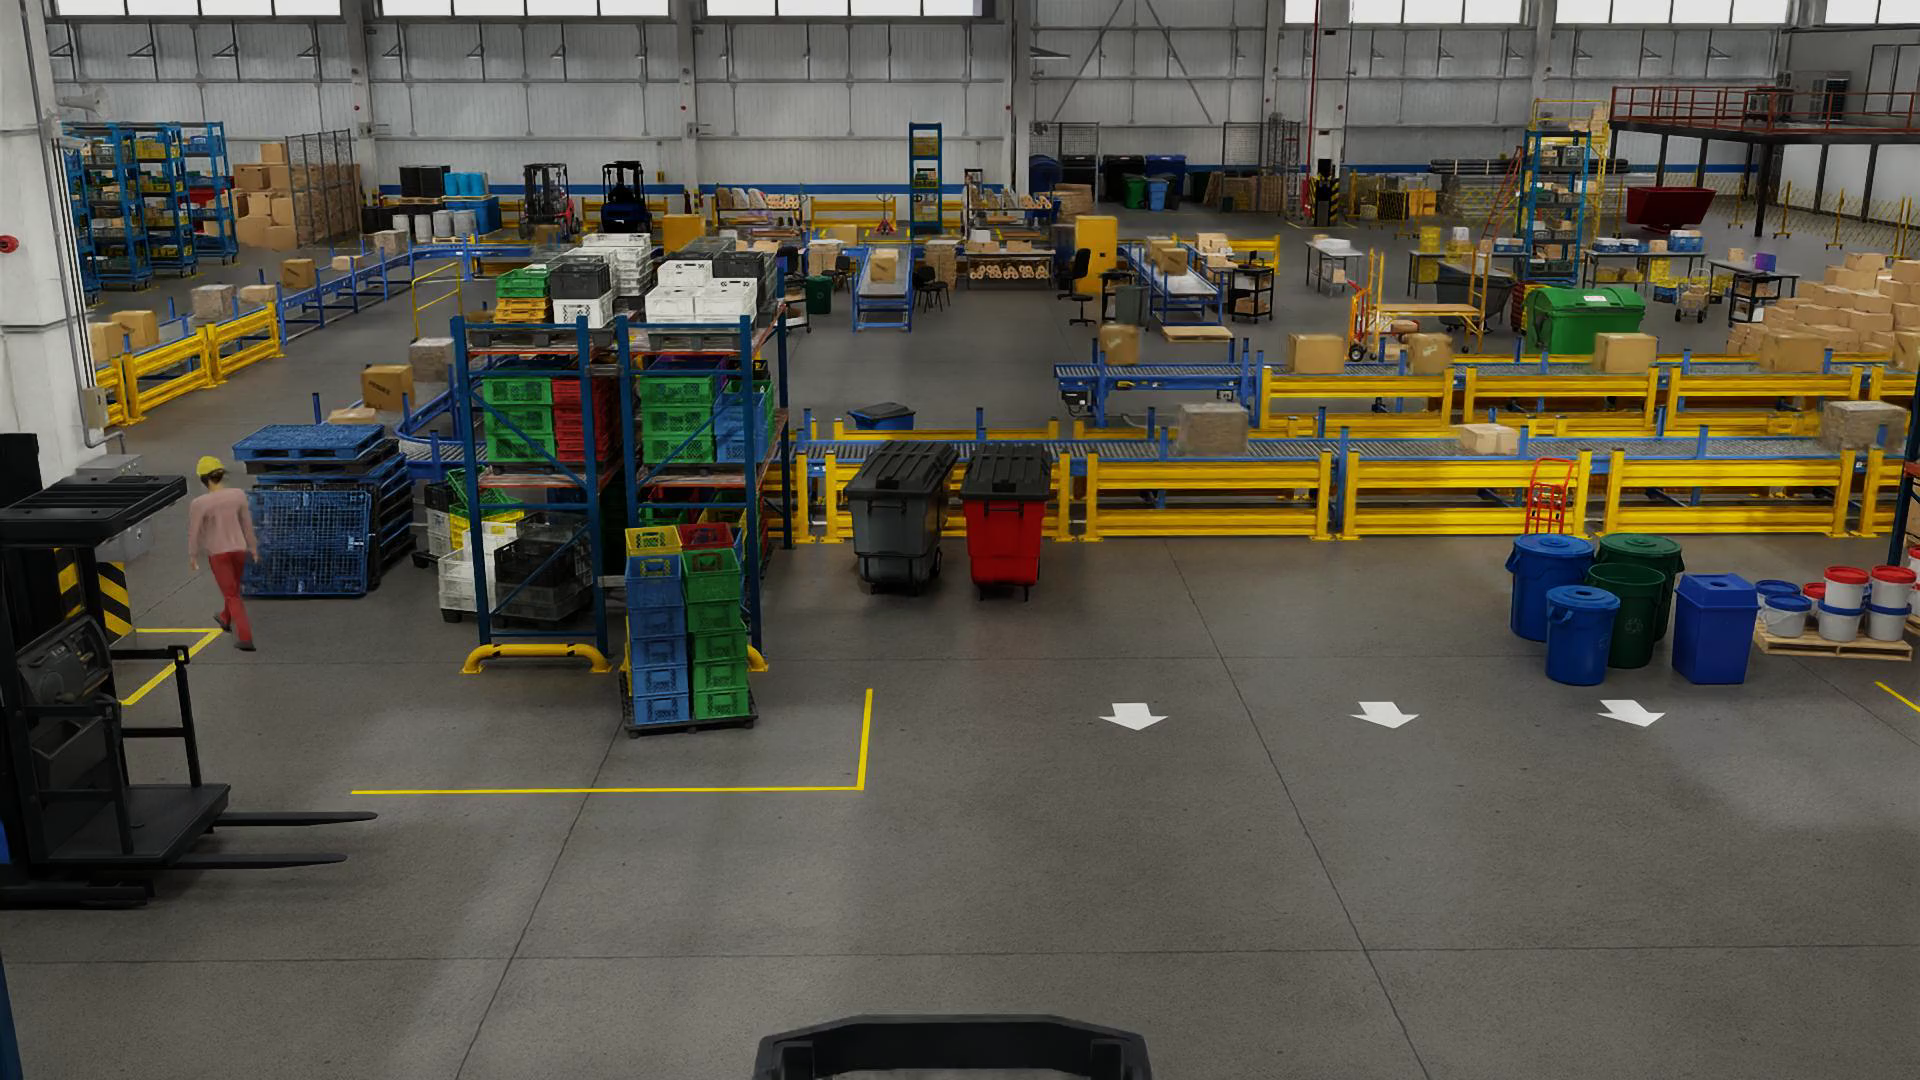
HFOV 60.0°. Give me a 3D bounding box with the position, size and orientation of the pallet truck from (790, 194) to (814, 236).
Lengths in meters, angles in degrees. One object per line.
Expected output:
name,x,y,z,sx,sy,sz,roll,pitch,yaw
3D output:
pallet truck,-4.814,-9.883,50.259,0.704,1.261,1.522,-1,16,-3

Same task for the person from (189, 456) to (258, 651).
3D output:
person,-6.588,0.099,14.812,0.914,1.715,0.530,11,20,35

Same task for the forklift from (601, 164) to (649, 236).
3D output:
forklift,-9.948,-10.127,49.296,1.157,1.987,2.680,-1,16,-3

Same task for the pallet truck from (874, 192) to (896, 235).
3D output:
pallet truck,-2.277,-9.986,50.594,0.653,1.274,1.630,0,16,-1

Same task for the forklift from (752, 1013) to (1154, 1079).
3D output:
forklift,-0.016,2.549,4.215,1.129,2.768,1.873,0,16,-1

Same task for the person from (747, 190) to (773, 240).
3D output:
person,-4.894,-7.533,40.751,0.614,2.040,0.390,-1,16,-5

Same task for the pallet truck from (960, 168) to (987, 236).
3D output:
pallet truck,0.383,-10.230,50.206,0.823,1.965,1.885,-1,16,-3

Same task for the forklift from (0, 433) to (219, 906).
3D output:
forklift,-5.952,0.780,10.366,1.873,2.768,1.129,0,16,-1

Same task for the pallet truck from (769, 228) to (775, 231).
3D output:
pallet truck,-6.051,-9.967,50.660,0.680,1.201,1.601,0,16,-1

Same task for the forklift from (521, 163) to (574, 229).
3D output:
forklift,-12.233,-10.122,49.298,1.157,1.987,2.680,0,16,-1

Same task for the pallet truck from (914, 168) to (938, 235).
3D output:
pallet truck,-0.989,-10.316,50.507,0.823,1.965,1.885,1,16,3

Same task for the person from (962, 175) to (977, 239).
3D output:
person,0.241,-9.621,48.246,0.409,1.913,0.645,-11,19,-34
